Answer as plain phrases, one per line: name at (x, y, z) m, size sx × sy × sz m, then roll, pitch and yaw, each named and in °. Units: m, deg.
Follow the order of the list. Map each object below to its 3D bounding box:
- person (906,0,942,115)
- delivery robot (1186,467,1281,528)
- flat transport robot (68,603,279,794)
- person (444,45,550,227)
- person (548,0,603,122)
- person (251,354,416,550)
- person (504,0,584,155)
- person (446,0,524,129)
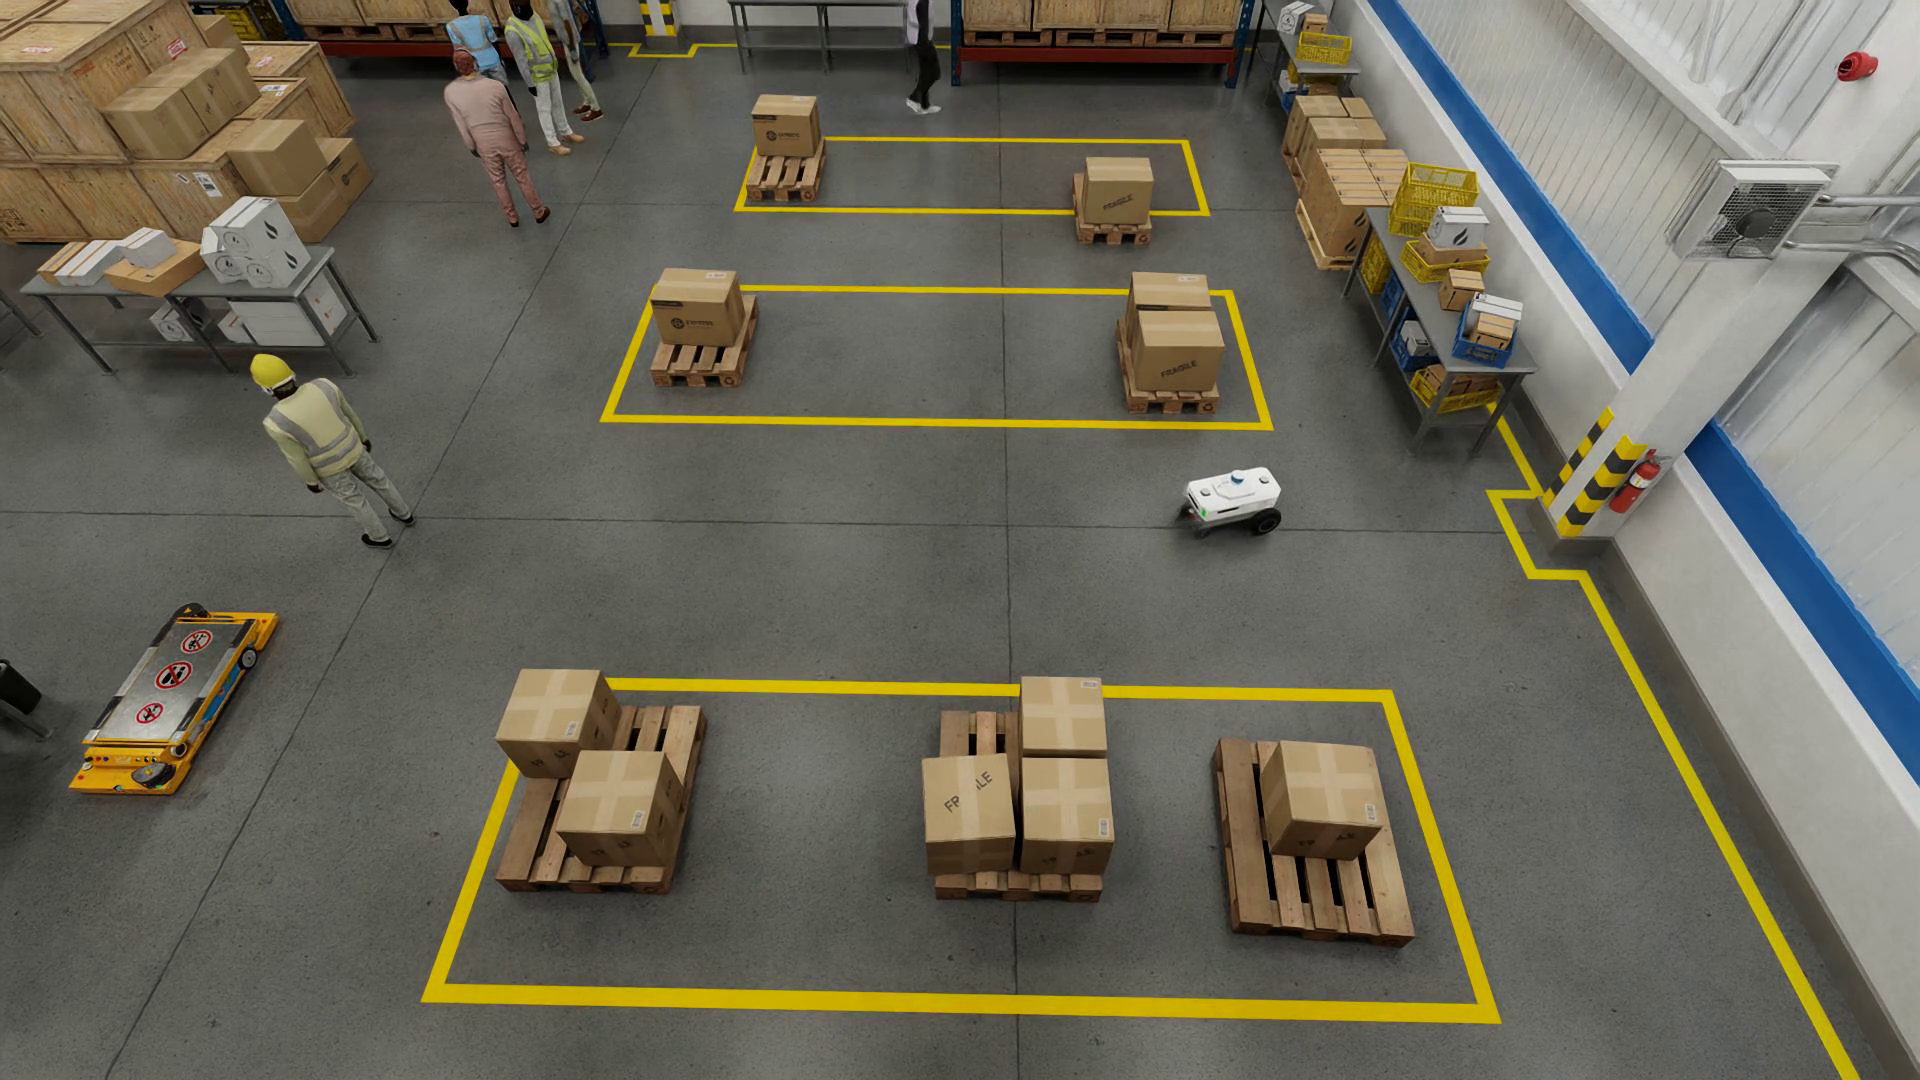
person at (-0.459, -6.386, 11.690) m, size 0.442 × 1.902 × 0.602 m, roll -9°, pitch 50°, yaw -7°
delivery robot at (2.198, -0.364, 7.413) m, size 0.707 × 0.478 × 0.477 m, roll -12°, pitch 51°, yaw -10°
flat transport robot at (-5.504, 1.072, 6.442) m, size 0.652 × 0.197 × 1.431 m, roll 1°, pitch 50°, yaw 1°
person at (-5.038, -4.349, 9.966) m, size 0.644 × 1.908 × 0.408 m, roll -10°, pitch 51°, yaw -9°
person at (-4.998, -6.331, 11.679) m, size 0.336 × 1.855 × 0.535 m, roll -23°, pitch 54°, yaw -19°
person at (-4.704, -0.642, 6.875) m, size 0.404 × 1.835 × 0.586 m, roll 18°, pitch 52°, yaw 15°
person at (-5.066, -5.651, 11.116) m, size 0.428 × 1.836 × 0.627 m, roll 10°, pitch 50°, yaw 8°
person at (-5.952, -5.945, 11.451) m, size 0.532 × 1.697 × 0.319 m, roll -26°, pitch 55°, yaw -20°
